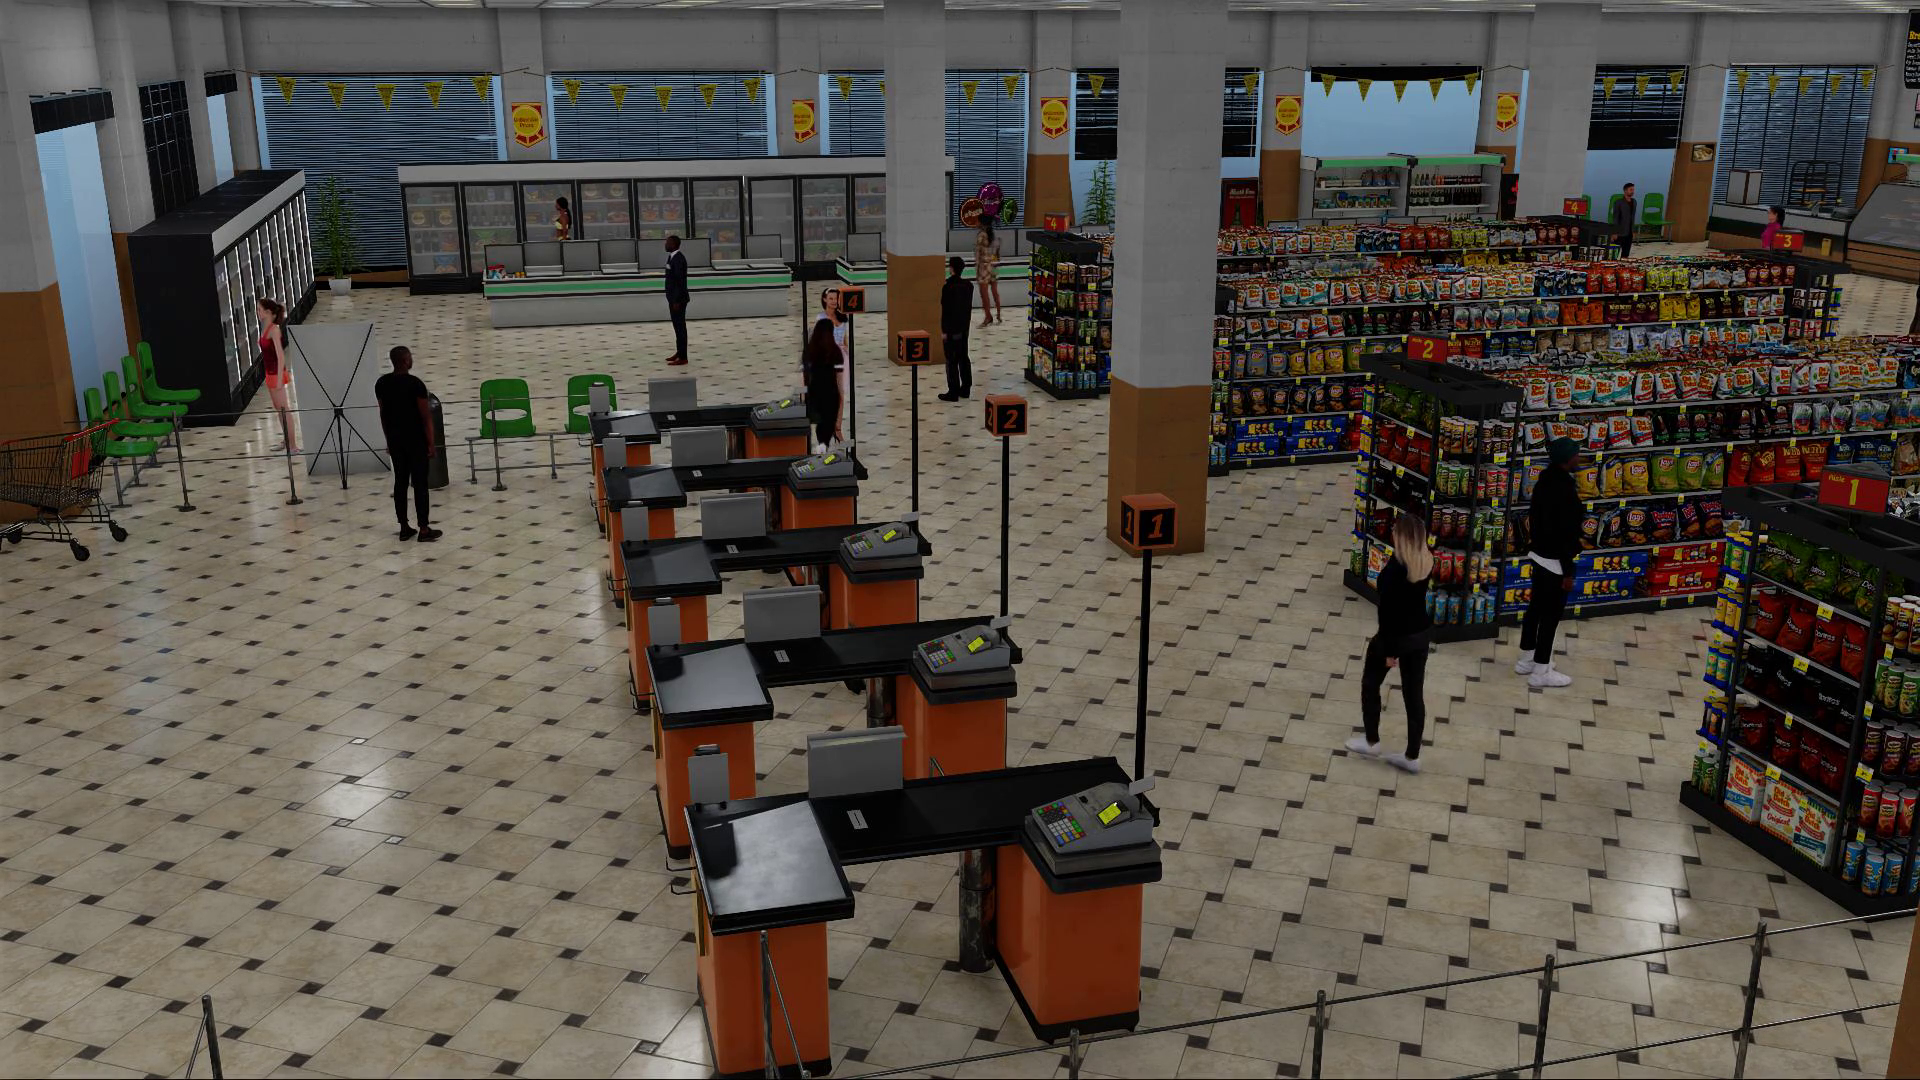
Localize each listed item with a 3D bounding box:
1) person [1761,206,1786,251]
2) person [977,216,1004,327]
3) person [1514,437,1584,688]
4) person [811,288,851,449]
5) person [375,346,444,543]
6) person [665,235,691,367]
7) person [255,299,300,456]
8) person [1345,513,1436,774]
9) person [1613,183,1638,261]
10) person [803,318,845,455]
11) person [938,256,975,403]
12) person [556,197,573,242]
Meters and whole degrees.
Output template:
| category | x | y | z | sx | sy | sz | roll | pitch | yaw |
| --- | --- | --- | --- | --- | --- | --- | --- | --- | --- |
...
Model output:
| category | x | y | z | sx | sy | sz | roll | pitch | yaw |
| --- | --- | --- | --- | --- | --- | --- | --- | --- | --- |
| person | 14.141 | -4.926 | 28.877 | 0.896 | 1.688 | 0.701 | 0 | 17 | -1 |
| person | 0.441 | -4.306 | 26.711 | 0.764 | 1.760 | 0.640 | 13 | 21 | 37 |
| person | 4.243 | 0.144 | 11.956 | 0.630 | 1.818 | 0.695 | -2 | 17 | -6 |
| person | -1.458 | -1.968 | 18.911 | 0.781 | 1.818 | 0.865 | -12 | 20 | -34 |
| person | -5.106 | -0.892 | 15.368 | 0.669 | 1.819 | 0.804 | 4 | 17 | 14 |
| person | -4.031 | -3.431 | 23.720 | 0.594 | 1.824 | 0.685 | -4 | 17 | -12 |
| person | -7.631 | -1.825 | 18.556 | 0.599 | 1.751 | 0.617 | -10 | 19 | -29 |
| person | 2.855 | 0.676 | 10.462 | 0.783 | 1.667 | 0.790 | -10 | 19 | -29 |
| person | 12.572 | -5.821 | 31.505 | 0.592 | 1.873 | 0.789 | -8 | 19 | -24 |
| person | -1.476 | -1.544 | 17.866 | 1.023 | 1.614 | 0.949 | 2 | 17 | 7 |
| person | -0.046 | -2.712 | 21.326 | 0.860 | 1.839 | 0.759 | 12 | 21 | 35 |
| person | -7.094 | -5.294 | 29.974 | 0.549 | 1.755 | 0.589 | -2 | 17 | -6 |
